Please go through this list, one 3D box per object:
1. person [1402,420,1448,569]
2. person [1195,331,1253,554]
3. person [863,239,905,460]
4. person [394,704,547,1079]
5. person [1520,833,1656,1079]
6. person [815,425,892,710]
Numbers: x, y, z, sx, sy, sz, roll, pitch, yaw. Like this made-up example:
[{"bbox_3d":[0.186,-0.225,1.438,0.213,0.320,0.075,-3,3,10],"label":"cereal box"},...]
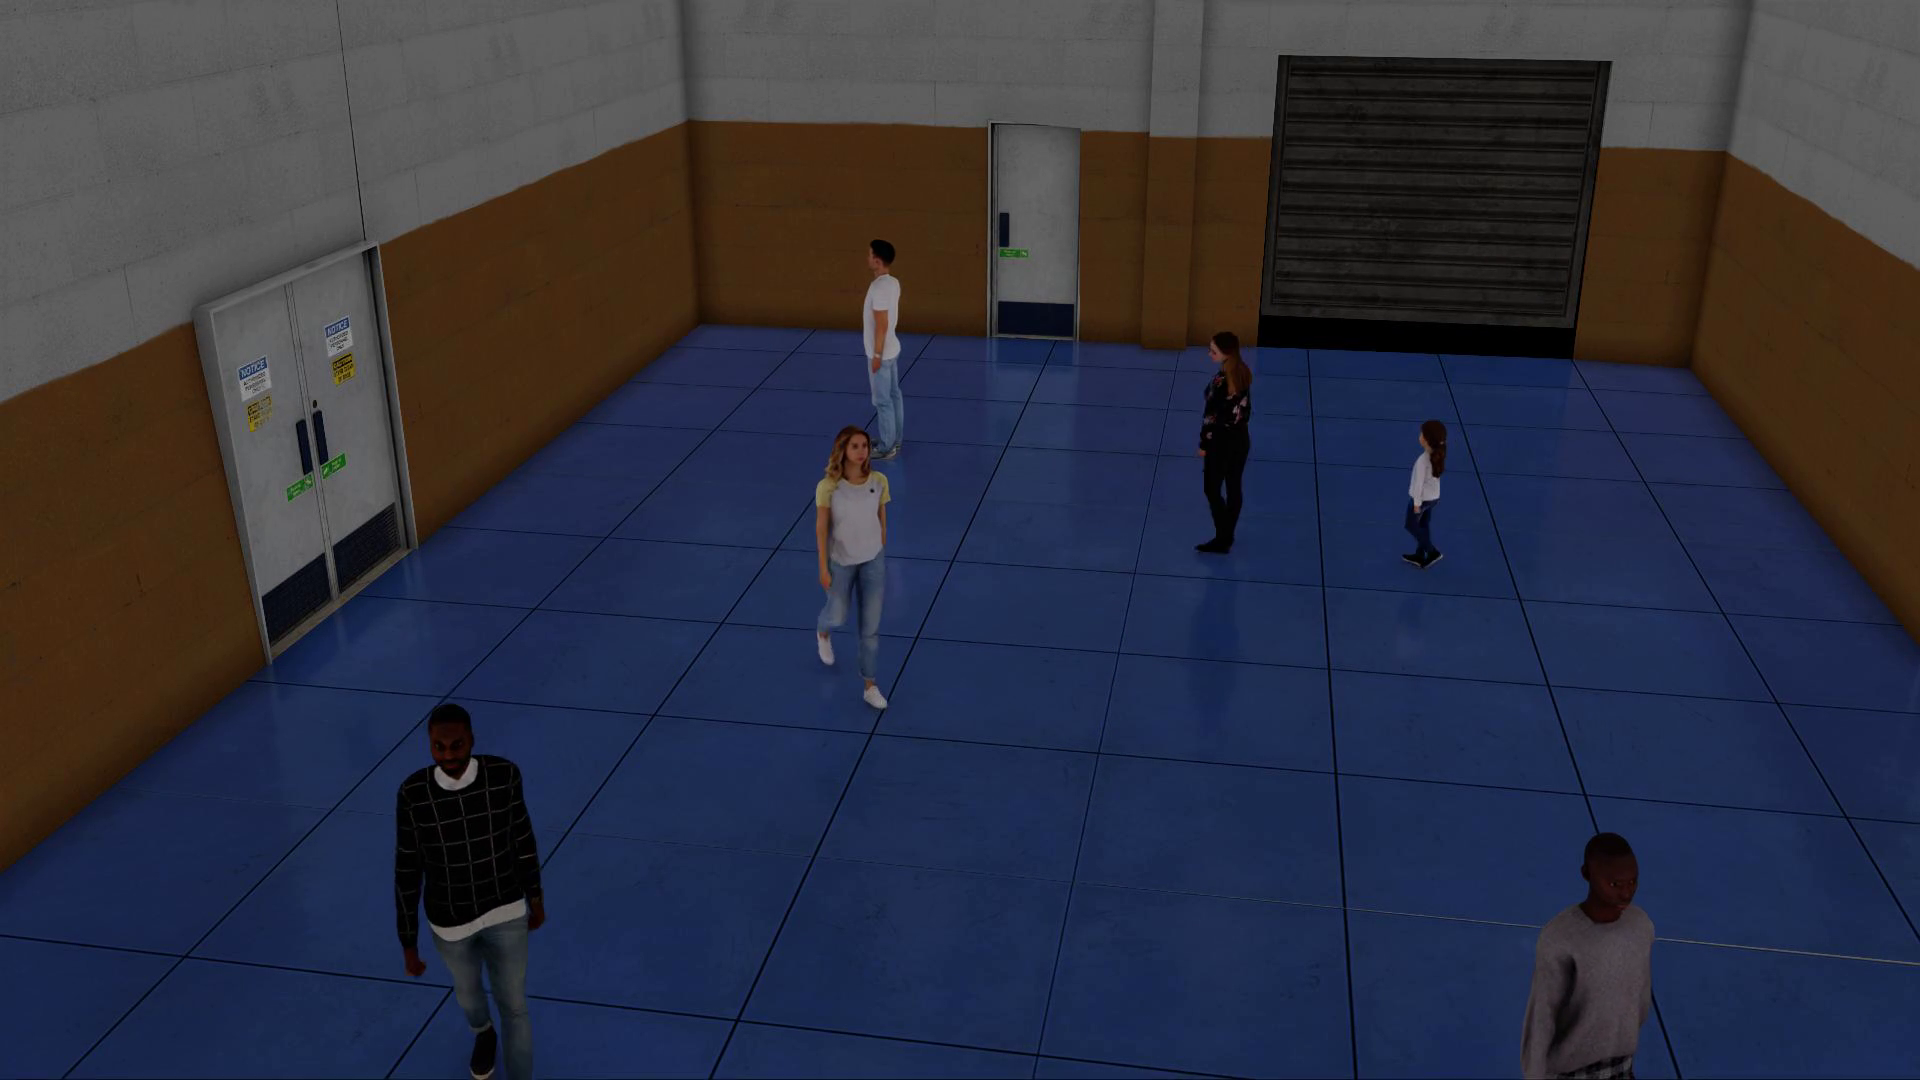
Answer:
[{"bbox_3d":[3.361,-0.313,11.849,0.589,1.105,0.662,-20,29,-40],"label":"person"},{"bbox_3d":[1.980,-0.737,12.153,0.759,1.666,0.795,-10,24,-23],"label":"person"},{"bbox_3d":[-0.643,-1.613,14.066,0.588,1.866,0.688,6,23,13],"label":"person"},{"bbox_3d":[-1.933,1.426,6.622,1.204,1.776,1.094,-6,23,-15],"label":"person"},{"bbox_3d":[2.124,1.783,5.738,0.633,1.771,0.754,-8,23,-19],"label":"person"},{"bbox_3d":[-0.682,0.121,9.953,1.142,1.699,1.105,-10,24,-23],"label":"person"}]
